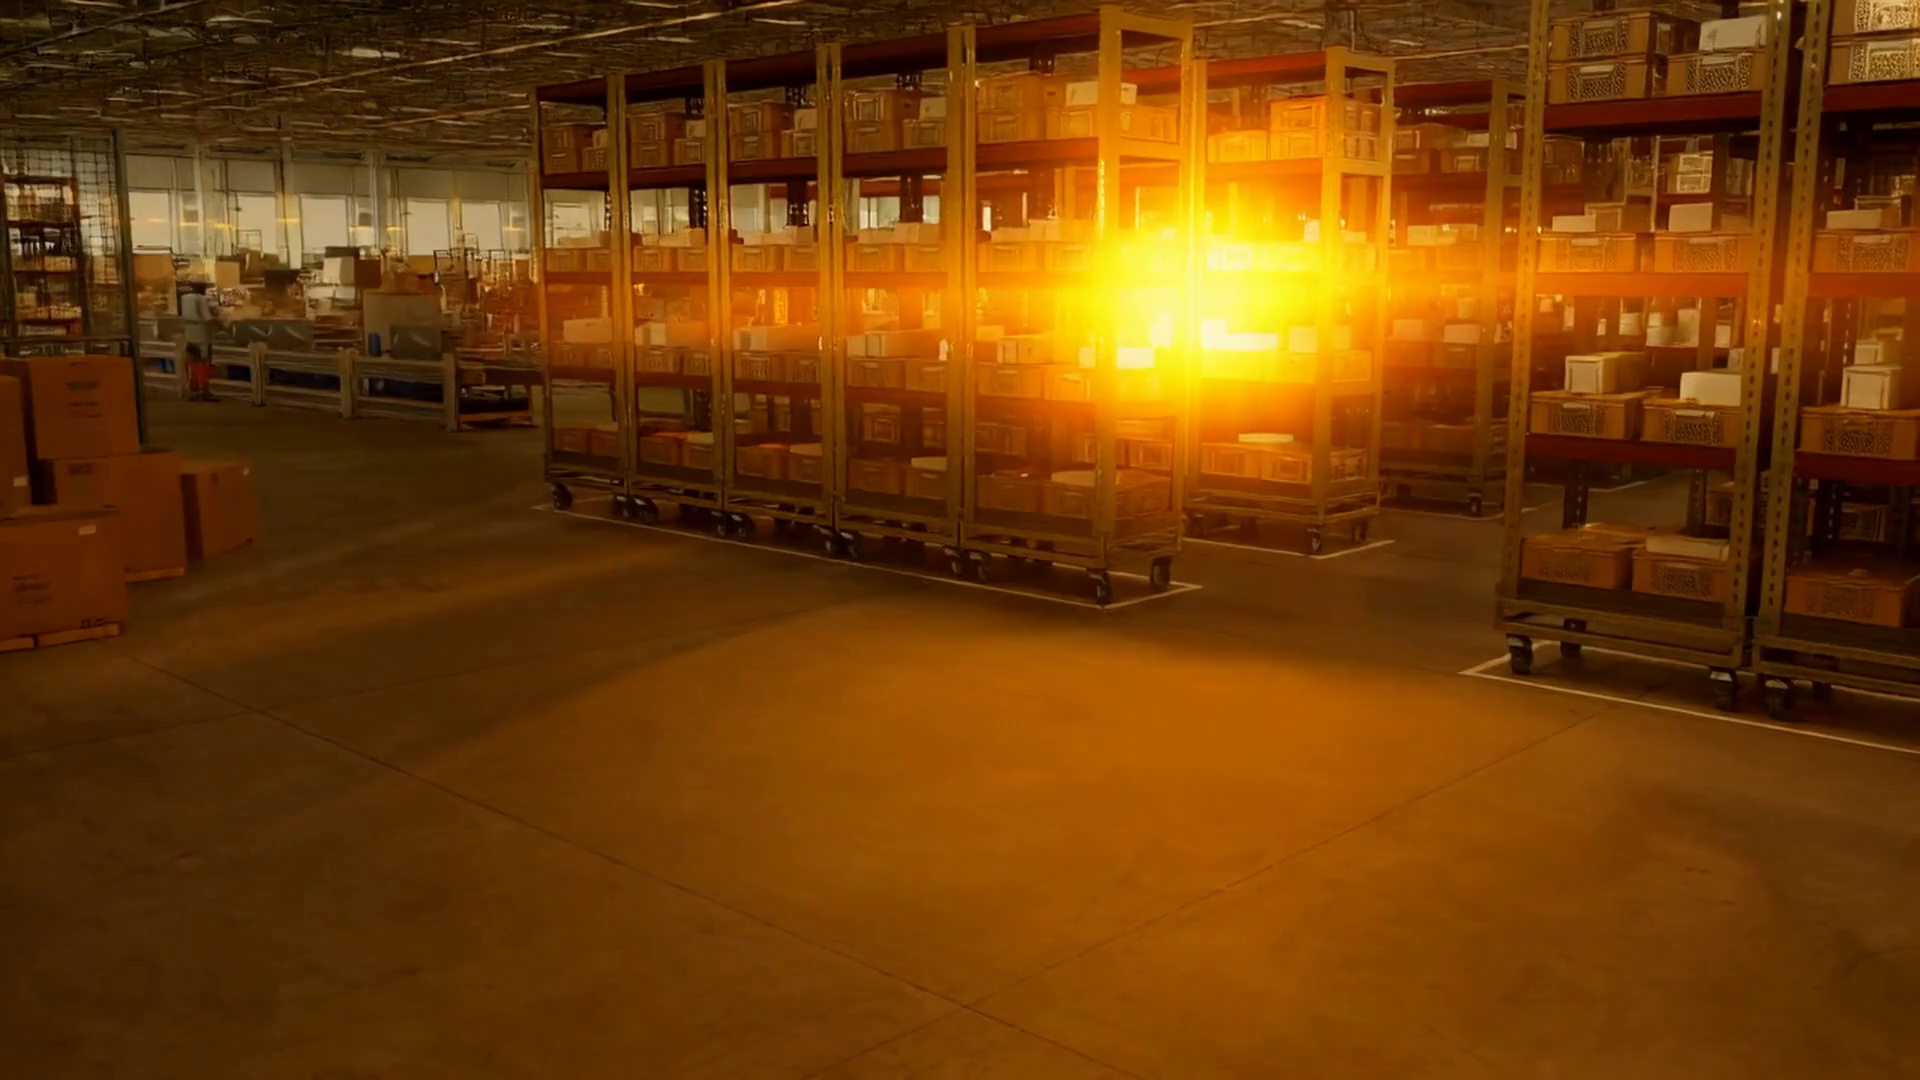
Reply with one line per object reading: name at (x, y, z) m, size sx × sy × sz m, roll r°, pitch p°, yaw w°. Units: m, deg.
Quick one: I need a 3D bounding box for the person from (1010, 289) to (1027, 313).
person at (0.664, -2.198, 20.653) m, size 0.596 × 1.821 × 0.591 m, roll -7°, pitch 12°, yaw -38°

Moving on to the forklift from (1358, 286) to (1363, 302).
forklift at (11.100, -7.017, 46.970) m, size 1.873 × 2.768 × 1.129 m, roll 9°, pitch 13°, yaw 43°

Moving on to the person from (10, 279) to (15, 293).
person at (-41.366, -10.715, 72.490) m, size 0.388 × 1.947 × 0.615 m, roll -7°, pitch 12°, yaw -37°

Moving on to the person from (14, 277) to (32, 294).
person at (-29.885, -7.541, 53.113) m, size 0.391 × 1.930 × 0.539 m, roll 9°, pitch 13°, yaw 43°

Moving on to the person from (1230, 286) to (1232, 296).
person at (8.955, -7.723, 54.355) m, size 0.676 × 1.869 × 0.995 m, roll 2°, pitch 10°, yaw 13°

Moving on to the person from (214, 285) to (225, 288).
person at (-26.425, -8.514, 59.421) m, size 0.511 × 1.832 × 0.987 m, roll 6°, pitch 11°, yaw 34°

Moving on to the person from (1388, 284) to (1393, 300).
person at (12.825, -6.813, 49.368) m, size 0.487 × 1.683 × 0.541 m, roll 7°, pitch 11°, yaw 36°

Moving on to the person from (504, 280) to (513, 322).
person at (-15.846, -8.266, 58.273) m, size 0.537 × 1.692 × 0.320 m, roll 6°, pitch 11°, yaw 33°

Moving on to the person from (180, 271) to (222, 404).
person at (-11.626, -3.085, 25.465) m, size 0.604 × 2.036 × 0.394 m, roll 6°, pitch 11°, yaw 32°

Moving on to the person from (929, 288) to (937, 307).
person at (-1.024, -7.966, 56.729) m, size 0.515 × 1.593 × 0.836 m, roll -7°, pitch 12°, yaw -37°

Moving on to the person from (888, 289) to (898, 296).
person at (-2.370, -8.647, 59.694) m, size 0.389 × 1.986 × 0.608 m, roll 4°, pitch 10°, yaw 22°

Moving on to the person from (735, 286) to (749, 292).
person at (-8.528, -9.465, 64.543) m, size 0.691 × 2.000 × 0.662 m, roll 0°, pitch 9°, yaw -1°

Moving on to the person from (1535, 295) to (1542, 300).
person at (15.372, -6.125, 44.803) m, size 0.745 × 1.813 × 0.407 m, roll 5°, pitch 11°, yaw 30°

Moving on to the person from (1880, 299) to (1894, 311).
person at (17.100, -3.946, 31.150) m, size 0.992 × 1.885 × 0.617 m, roll 0°, pitch 9°, yaw -1°

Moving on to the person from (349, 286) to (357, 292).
person at (-24.845, -9.971, 68.102) m, size 0.614 × 1.910 × 0.405 m, roll 7°, pitch 12°, yaw 38°

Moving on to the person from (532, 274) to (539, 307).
person at (-15.832, -8.983, 62.110) m, size 0.508 × 1.872 × 0.328 m, roll 7°, pitch 12°, yaw 38°

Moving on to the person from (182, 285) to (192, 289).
person at (-31.829, -10.020, 68.626) m, size 0.510 × 1.826 × 0.672 m, roll 3°, pitch 10°, yaw 20°

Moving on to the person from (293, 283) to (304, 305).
person at (-24.038, -8.755, 60.678) m, size 1.015 × 1.882 × 0.565 m, roll 7°, pitch 11°, yaw 35°

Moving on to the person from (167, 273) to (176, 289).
person at (-32.713, -10.159, 69.112) m, size 0.354 × 1.937 × 0.635 m, roll -1°, pitch 9°, yaw -7°
